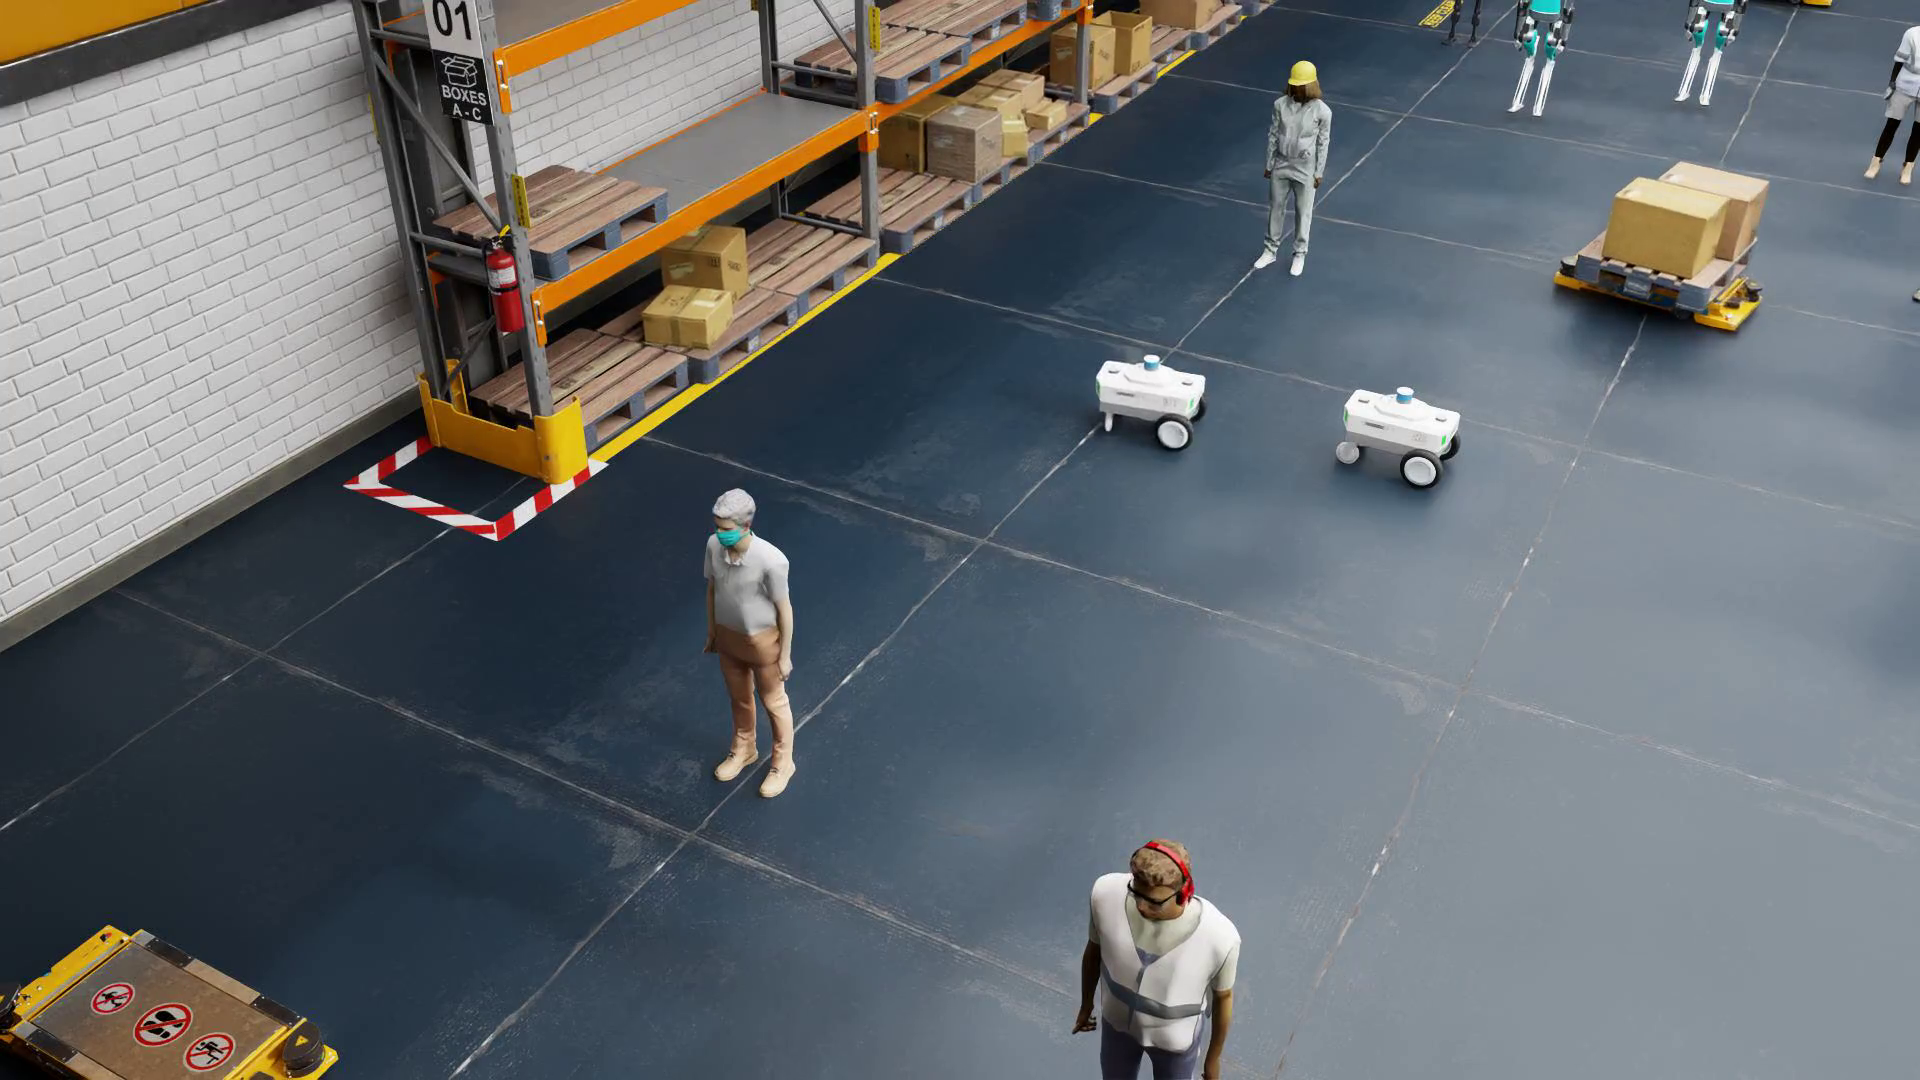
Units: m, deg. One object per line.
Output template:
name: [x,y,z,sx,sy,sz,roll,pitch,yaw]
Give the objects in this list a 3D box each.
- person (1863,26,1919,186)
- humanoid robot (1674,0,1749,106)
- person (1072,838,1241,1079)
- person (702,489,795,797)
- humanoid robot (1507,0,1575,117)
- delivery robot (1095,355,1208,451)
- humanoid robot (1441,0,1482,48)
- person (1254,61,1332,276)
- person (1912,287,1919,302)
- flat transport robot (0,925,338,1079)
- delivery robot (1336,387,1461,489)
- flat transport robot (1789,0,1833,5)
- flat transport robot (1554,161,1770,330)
person: [8.620,-4.038,14.961,0.539,1.695,0.317,17,37,24]
humanoid robot: [7.542,-5.208,16.578,0.533,1.674,0.735,17,37,24]
person: [0.702,1.759,6.060,0.568,1.840,0.373,17,37,24]
person: [-1.022,0.491,8.066,0.494,1.743,0.301,17,37,24]
humanoid robot: [5.748,-5.030,16.305,0.533,1.677,0.735,17,37,24]
delivery robot: [1.311,-0.979,11.364,0.750,0.587,0.521,11,35,16]
humanoid robot: [5.701,-6.304,18.396,0.599,1.657,0.315,17,37,24]
person: [2.670,-2.968,13.301,0.492,1.742,0.319,17,37,24]
person: [7.865,-2.682,12.779,0.568,1.840,0.373,17,37,24]
flat transport robot: [-3.387,2.085,6.994,1.431,0.231,0.659,17,37,24]
delivery robot: [2.899,-0.734,10.973,0.739,0.566,0.499,17,37,24]
flat transport robot: [10.008,-6.838,20.494,1.431,0.231,0.659,17,37,24]
flat transport robot: [5.557,-2.040,13.235,1.431,0.231,0.659,24,40,32]
